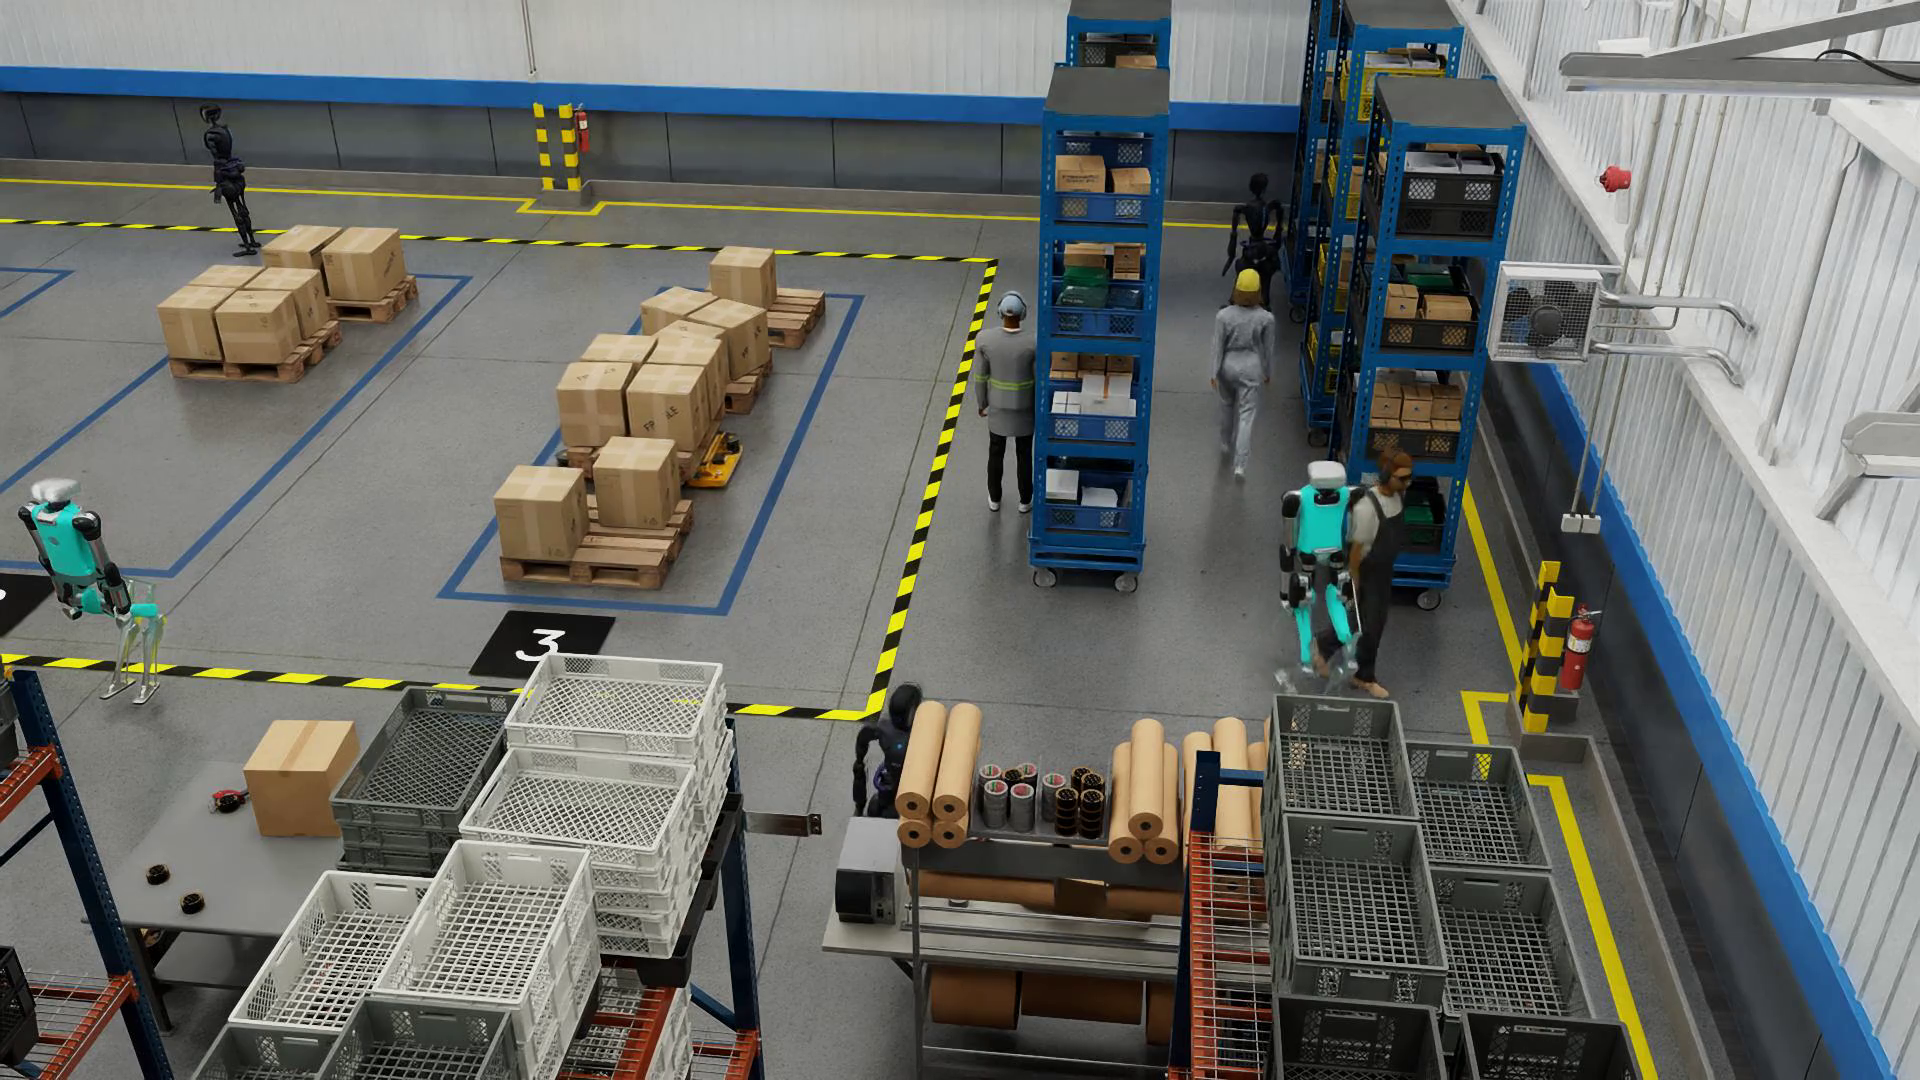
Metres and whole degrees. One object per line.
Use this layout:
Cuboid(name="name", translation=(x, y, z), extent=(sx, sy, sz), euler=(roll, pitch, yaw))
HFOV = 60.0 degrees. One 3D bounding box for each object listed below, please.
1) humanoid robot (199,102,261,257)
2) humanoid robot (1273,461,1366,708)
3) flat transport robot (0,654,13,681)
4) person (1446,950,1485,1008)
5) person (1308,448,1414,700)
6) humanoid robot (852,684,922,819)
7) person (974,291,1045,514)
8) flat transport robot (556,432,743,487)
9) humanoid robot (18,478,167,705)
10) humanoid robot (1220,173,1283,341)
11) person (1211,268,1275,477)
Cuboid(name="humanoid robot", translation=(-7.906, -3.901, 17.961), extent=(0.315, 1.655, 0.599), euler=(-2, 30, -4))
Cuboid(name="humanoid robot", translation=(2.309, 0.395, 10.548), extent=(0.550, 1.773, 0.910), euler=(-3, 30, -6))
Cuboid(name="flat transport robot", translation=(-7.142, 0.969, 11.010), extent=(1.431, 0.231, 0.659), euler=(3, 30, 6))
Cuboid(name="person", translation=(2.025, 2.413, 6.983), extent=(0.683, 1.828, 0.658), euler=(6, 31, 10))
Cuboid(name="person", translation=(2.632, 0.211, 10.762), extent=(0.489, 1.829, 0.520), euler=(26, 39, 37))
Cuboid(name="humanoid robot", translation=(-0.303, 1.425, 8.833), extent=(0.593, 1.632, 0.574), euler=(6, 31, 10))
Cuboid(name="person", translation=(0.407, -1.068, 12.935), extent=(0.588, 1.852, 0.373), euler=(6, 31, 10))
Cuboid(name="flat transport robot", translation=(-2.587, -0.709, 13.864), extent=(1.431, 0.197, 0.652), euler=(3, 30, 6))
Cuboid(name="humanoid robot", translation=(-5.429, 0.252, 10.643), extent=(0.533, 1.681, 0.735), euler=(8, 31, 14))
Cuboid(name="humanoid robot", translation=(2.833, -2.744, 16.024), extent=(0.603, 1.622, 0.795), euler=(-8, 31, -14))
Cuboid(name="person", translation=(2.305, -1.385, 13.620), extent=(0.496, 1.703, 0.877), euler=(5, 31, 8))
